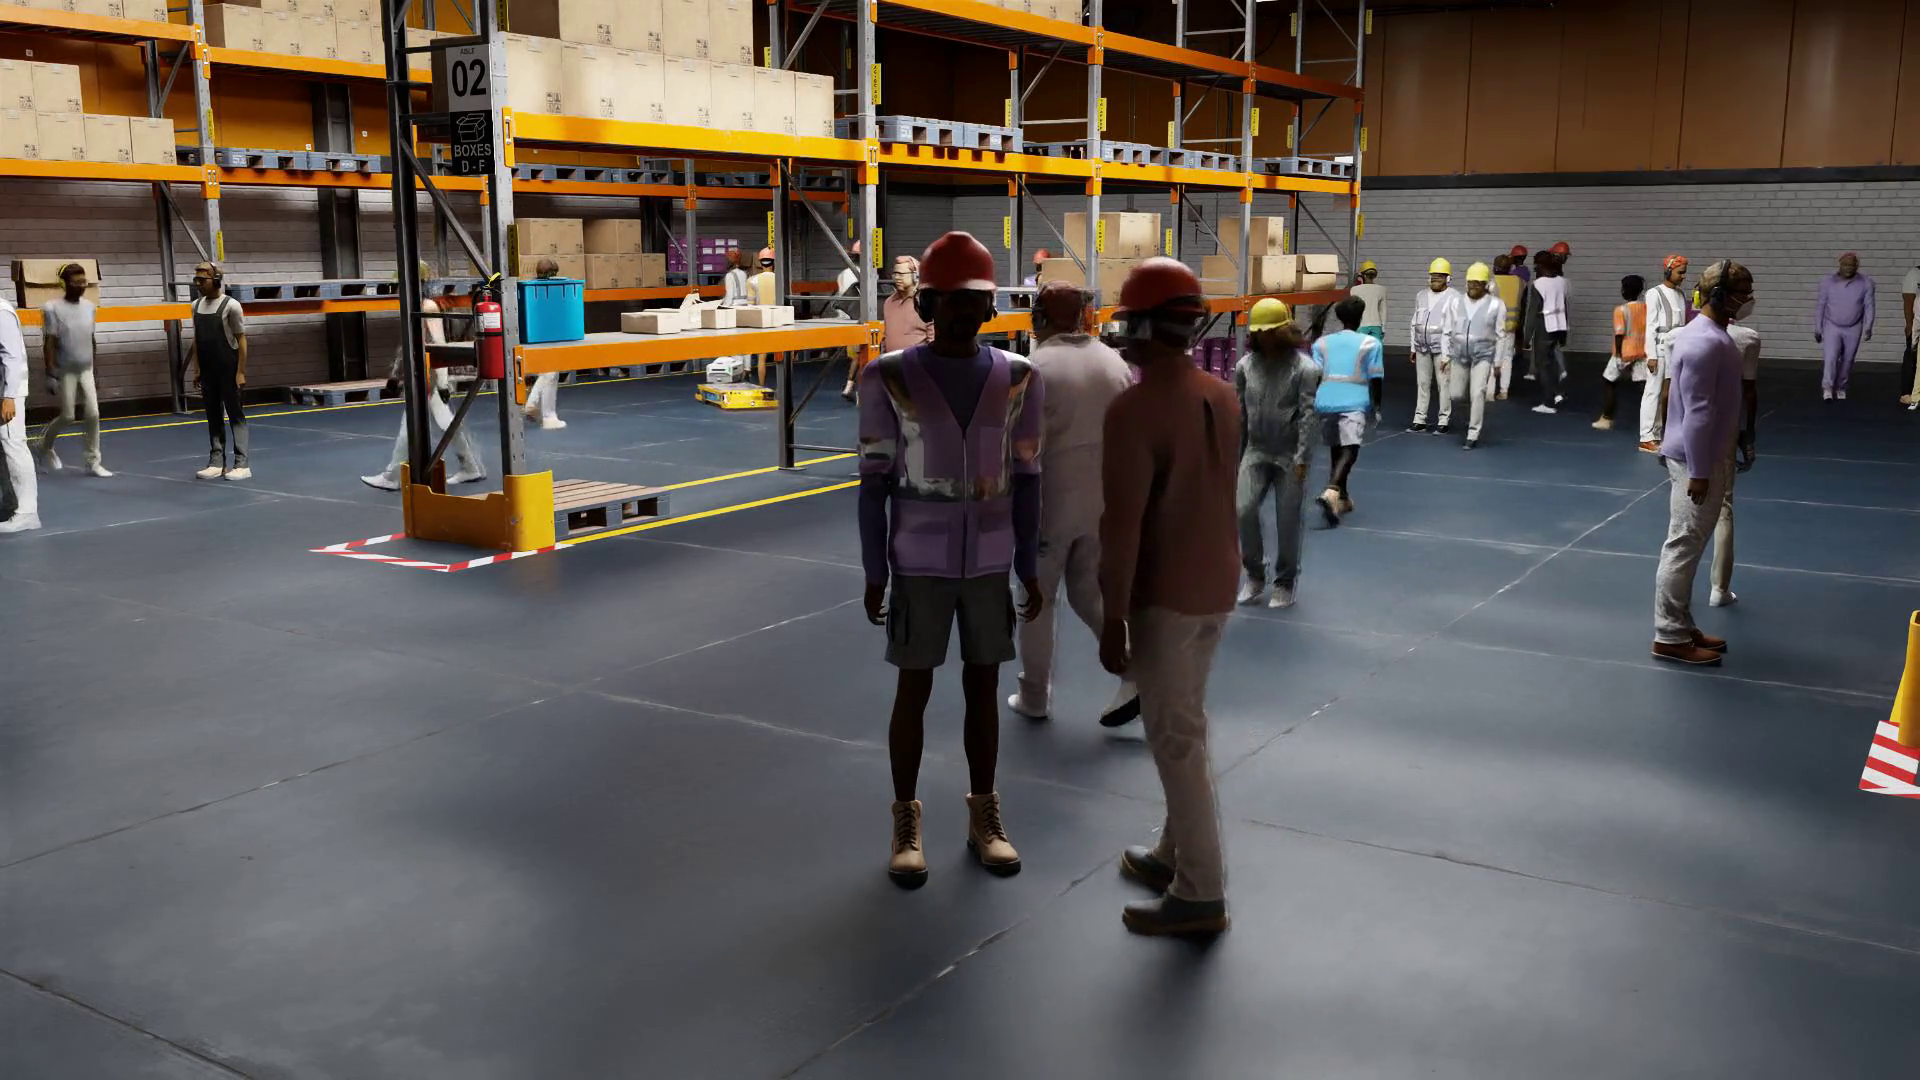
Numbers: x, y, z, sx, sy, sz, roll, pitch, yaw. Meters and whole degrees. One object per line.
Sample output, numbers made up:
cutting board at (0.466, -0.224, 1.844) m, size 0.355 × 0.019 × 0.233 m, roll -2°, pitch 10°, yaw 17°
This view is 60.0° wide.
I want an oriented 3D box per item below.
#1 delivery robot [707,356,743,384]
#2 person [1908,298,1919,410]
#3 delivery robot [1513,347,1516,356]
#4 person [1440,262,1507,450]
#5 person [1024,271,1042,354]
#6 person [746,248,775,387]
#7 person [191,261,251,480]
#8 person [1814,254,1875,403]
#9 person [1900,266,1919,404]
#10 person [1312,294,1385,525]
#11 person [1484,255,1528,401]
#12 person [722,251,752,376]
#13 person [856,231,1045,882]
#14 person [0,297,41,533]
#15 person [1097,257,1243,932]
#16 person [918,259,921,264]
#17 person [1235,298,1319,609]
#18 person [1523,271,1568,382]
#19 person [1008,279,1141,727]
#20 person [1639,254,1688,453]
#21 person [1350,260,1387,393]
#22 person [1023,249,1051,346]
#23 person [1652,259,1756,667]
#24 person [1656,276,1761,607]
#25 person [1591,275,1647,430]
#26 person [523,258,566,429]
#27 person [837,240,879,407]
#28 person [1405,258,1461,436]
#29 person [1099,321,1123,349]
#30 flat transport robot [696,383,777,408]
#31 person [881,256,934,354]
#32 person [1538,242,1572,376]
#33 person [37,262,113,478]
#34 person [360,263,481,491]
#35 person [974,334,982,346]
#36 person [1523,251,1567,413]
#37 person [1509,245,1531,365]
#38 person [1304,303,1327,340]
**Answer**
delivery robot at (-3.091, -2.239, 21.893) m, size 0.477 × 0.478 × 0.707 m, roll 1°, pitch 10°, yaw 6°
person at (11.589, -2.348, 19.772) m, size 0.500 × 1.633 × 0.286 m, roll 6°, pitch 12°, yaw 32°
delivery robot at (7.994, -2.810, 25.058) m, size 0.707 × 0.478 × 0.477 m, roll 4°, pitch 11°, yaw 20°
person at (5.003, -1.795, 16.198) m, size 0.602 × 1.814 × 0.560 m, roll 6°, pitch 12°, yaw 31°
person at (1.032, -2.516, 20.667) m, size 0.521 × 1.645 × 0.306 m, roll 6°, pitch 12°, yaw 32°
person at (-2.401, -2.697, 20.895) m, size 0.547 × 1.925 × 0.391 m, roll -1°, pitch 10°, yaw -7°
person at (-6.262, -1.423, 14.056) m, size 0.516 × 1.843 × 0.327 m, roll 3°, pitch 11°, yaw 18°
person at (11.100, -2.660, 20.901) m, size 0.644 × 1.855 × 0.987 m, roll 4°, pitch 11°, yaw 22°
person at (12.033, -2.697, 20.573) m, size 0.675 × 2.000 × 0.536 m, roll -2°, pitch 10°, yaw -9°
person at (2.748, -0.949, 12.005) m, size 0.542 × 1.644 × 0.910 m, roll 6°, pitch 12°, yaw 31°
person at (6.771, -2.669, 21.025) m, size 0.683 × 1.831 × 0.525 m, roll -2°, pitch 10°, yaw -11°
person at (-3.293, -3.324, 24.561) m, size 0.363 × 1.863 × 0.641 m, roll 3°, pitch 11°, yaw 19°
person at (-0.018, 0.062, 5.270) m, size 0.608 × 2.048 × 0.365 m, roll -3°, pitch 11°, yaw -15°
person at (-6.704, -1.025, 11.578) m, size 0.404 × 1.942 × 0.612 m, roll -10°, pitch 14°, yaw -42°
person at (0.610, 0.162, 4.948) m, size 0.552 × 1.972 × 0.628 m, roll 9°, pitch 13°, yaw 40°
person at (-0.445, -2.108, 17.874) m, size 0.578 × 1.833 × 0.565 m, roll 6°, pitch 12°, yaw 29°
person at (1.721, -0.459, 9.089) m, size 0.493 × 1.715 × 0.462 m, roll 6°, pitch 12°, yaw 30°
person at (8.459, -3.058, 23.835) m, size 0.500 × 1.587 × 0.858 m, roll -2°, pitch 11°, yaw -14°
person at (0.503, -0.136, 6.871) m, size 0.655 × 1.868 × 0.726 m, roll -7°, pitch 12°, yaw -32°
person at (6.747, -1.778, 15.911) m, size 0.573 × 1.887 × 0.356 m, roll -9°, pitch 13°, yaw -39°
person at (5.368, -2.800, 21.945) m, size 0.536 × 1.761 × 0.356 m, roll -3°, pitch 11°, yaw -14°
person at (1.115, -2.909, 22.117) m, size 0.538 × 1.917 × 0.826 m, roll 5°, pitch 11°, yaw 27°
person at (3.558, -0.369, 7.984) m, size 0.360 × 1.932 × 0.629 m, roll 5°, pitch 11°, yaw 26°
person at (4.144, -0.559, 9.224) m, size 0.509 × 1.865 × 0.328 m, roll 5°, pitch 11°, yaw 25°
person at (7.111, -1.961, 17.531) m, size 0.531 × 1.665 × 0.813 m, roll -4°, pitch 11°, yaw -21°
person at (-4.441, -2.101, 17.873) m, size 0.649 × 1.828 × 0.433 m, roll 10°, pitch 14°, yaw 43°
person at (-1.181, -2.628, 20.227) m, size 0.623 × 2.027 × 0.416 m, roll 9°, pitch 13°, yaw 40°
person at (4.943, -2.008, 17.323) m, size 0.404 × 1.837 × 0.590 m, roll -10°, pitch 14°, yaw -44°
person at (2.187, -3.471, 25.070) m, size 0.606 × 1.966 × 0.367 m, roll 2°, pitch 10°, yaw 11°
flat transport robot at (-2.748, -1.781, 20.402) m, size 0.652 × 0.197 × 1.431 m, roll -4°, pitch 11°, yaw -23°
person at (-0.411, -1.346, 13.503) m, size 0.635 × 1.899 × 0.397 m, roll 9°, pitch 13°, yaw 40°
person at (8.910, -3.455, 24.920) m, size 0.392 × 1.989 × 0.610 m, roll 2°, pitch 10°, yaw 12°
person at (-7.638, -1.448, 14.205) m, size 0.743 × 1.844 × 0.532 m, roll 5°, pitch 11°, yaw 26°
person at (-4.402, -1.344, 13.556) m, size 1.008 × 1.871 × 0.606 m, roll -6°, pitch 12°, yaw -29°
person at (0.122, -3.763, 26.955) m, size 0.590 × 1.883 × 0.997 m, roll -4°, pitch 11°, yaw -21°
person at (6.859, -2.431, 19.492) m, size 0.619 × 1.891 × 0.458 m, roll -8°, pitch 13°, yaw -38°
person at (9.054, -3.817, 27.057) m, size 0.347 × 1.942 × 0.544 m, roll 7°, pitch 12°, yaw 33°
person at (5.435, -3.305, 25.140) m, size 0.667 × 1.614 × 0.522 m, roll 4°, pitch 11°, yaw 19°
